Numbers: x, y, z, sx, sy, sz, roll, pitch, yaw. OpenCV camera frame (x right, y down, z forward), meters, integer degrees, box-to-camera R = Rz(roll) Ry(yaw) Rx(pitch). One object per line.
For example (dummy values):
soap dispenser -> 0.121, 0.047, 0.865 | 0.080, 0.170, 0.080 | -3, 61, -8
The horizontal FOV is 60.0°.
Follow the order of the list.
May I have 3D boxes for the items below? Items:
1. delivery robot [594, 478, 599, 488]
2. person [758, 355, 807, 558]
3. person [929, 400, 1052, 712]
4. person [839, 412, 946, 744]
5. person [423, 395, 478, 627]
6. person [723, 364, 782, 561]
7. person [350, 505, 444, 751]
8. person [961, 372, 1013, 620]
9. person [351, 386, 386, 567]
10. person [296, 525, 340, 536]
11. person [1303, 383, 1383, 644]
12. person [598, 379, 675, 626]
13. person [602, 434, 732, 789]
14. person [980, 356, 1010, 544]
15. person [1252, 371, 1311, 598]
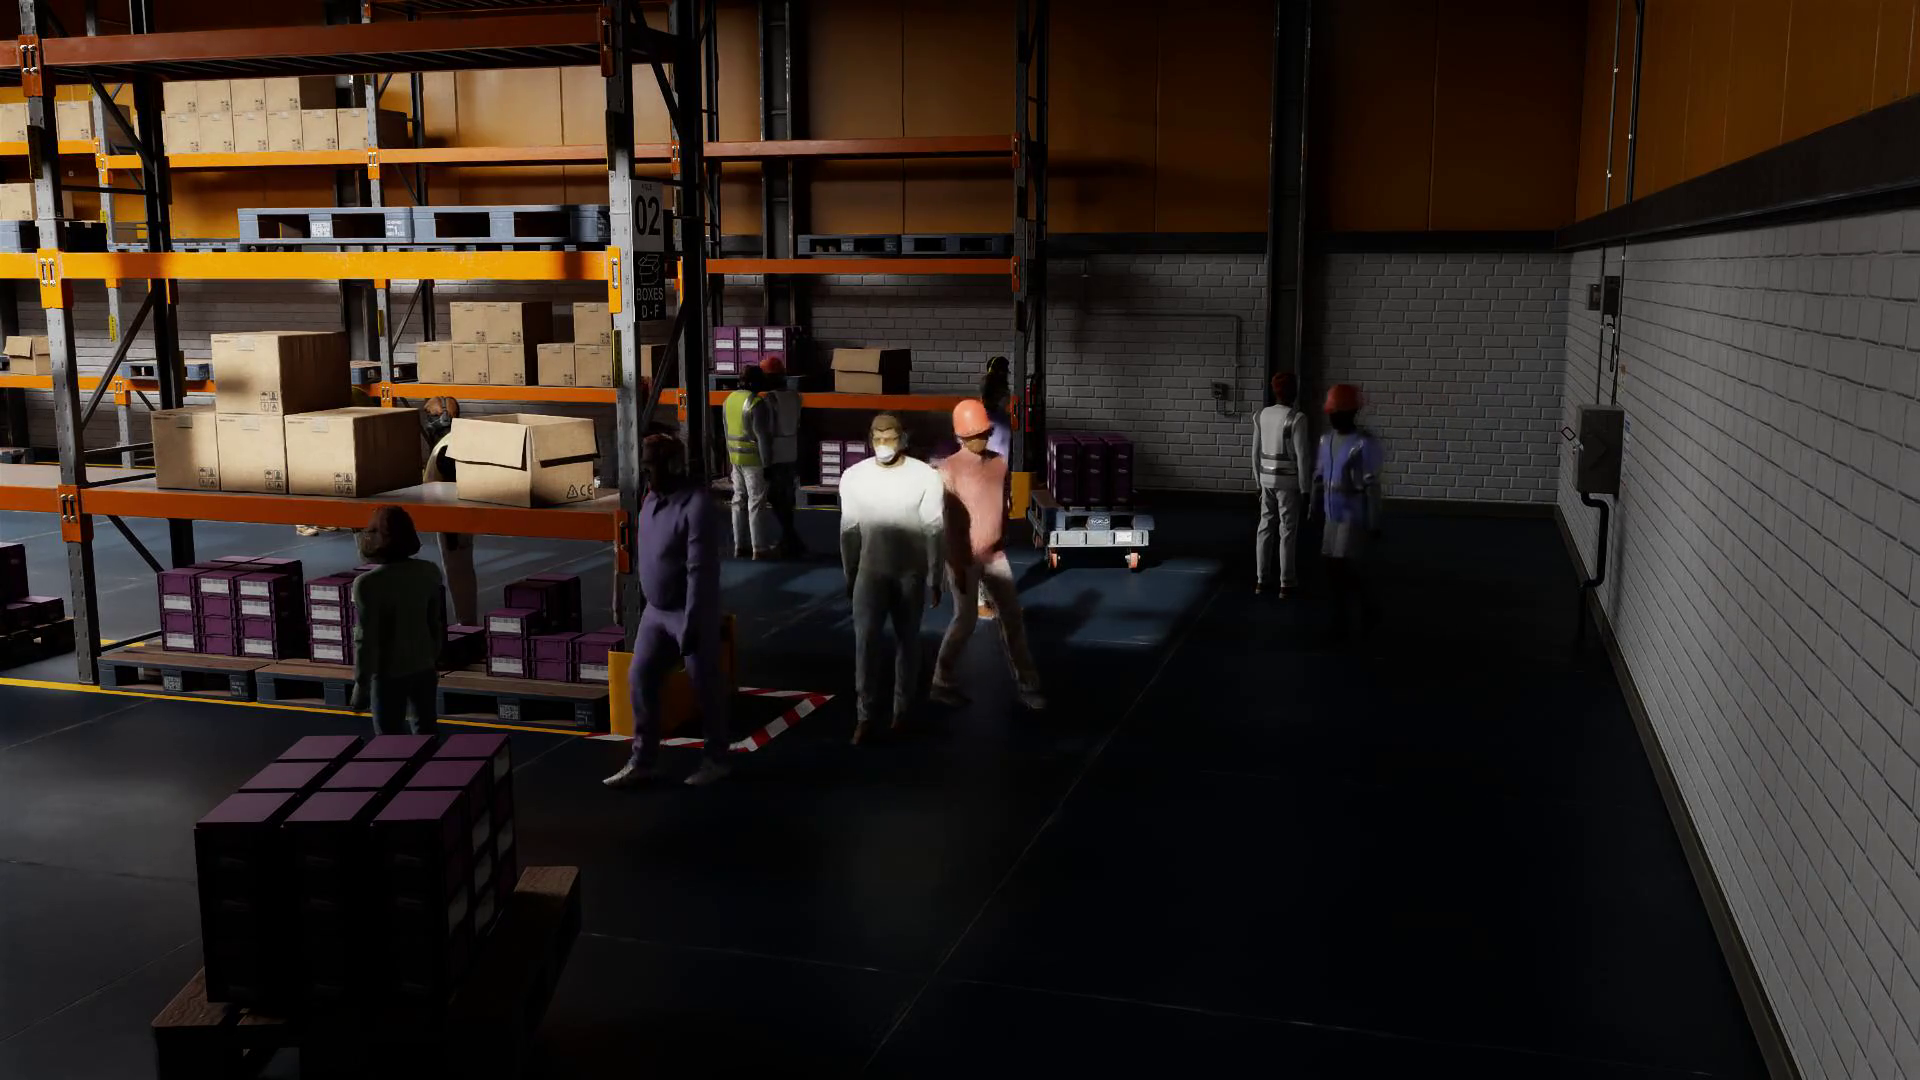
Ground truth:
delivery robot -> -3.689, -0.567, 18.255 | 0.707, 0.478, 0.477 | -4, 10, -22
person -> -1.673, -0.778, 15.737 | 0.679, 1.912, 0.588 | 7, 11, 35
person -> 0.130, 0.106, 10.272 | 0.728, 1.939, 0.651 | 9, 13, 44
person -> -0.399, 0.230, 9.565 | 0.633, 1.916, 0.744 | 1, 9, 4
person -> -3.653, -0.123, 11.952 | 0.429, 1.835, 0.633 | -2, 10, -13
person -> -1.949, -0.727, 15.611 | 0.429, 1.841, 0.625 | -8, 13, -42
person -> -2.647, 0.652, 7.869 | 0.301, 1.629, 0.523 | 6, 11, 31
person -> 0.221, -0.351, 13.033 | 0.362, 1.934, 0.626 | 5, 11, 29
person -> -4.602, -0.265, 12.811 | 0.404, 1.834, 0.591 | -2, 9, -9
person -> -6.660, -0.969, 17.073 | 0.429, 1.842, 0.633 | 3, 10, 19
person -> 2.770, -0.180, 12.039 | 0.452, 1.917, 0.567 | -4, 10, -25
person -> -2.344, -0.215, 12.225 | 0.666, 1.935, 1.047 | -5, 10, -26
person -> -1.533, 0.392, 8.644 | 0.792, 1.876, 0.667 | -9, 13, -44
person -> 0.348, -0.887, 16.509 | 0.335, 1.865, 0.519 | 1, 9, 8
person -> 2.683, -0.459, 13.839 | 0.353, 1.884, 0.578 | -7, 12, -38
